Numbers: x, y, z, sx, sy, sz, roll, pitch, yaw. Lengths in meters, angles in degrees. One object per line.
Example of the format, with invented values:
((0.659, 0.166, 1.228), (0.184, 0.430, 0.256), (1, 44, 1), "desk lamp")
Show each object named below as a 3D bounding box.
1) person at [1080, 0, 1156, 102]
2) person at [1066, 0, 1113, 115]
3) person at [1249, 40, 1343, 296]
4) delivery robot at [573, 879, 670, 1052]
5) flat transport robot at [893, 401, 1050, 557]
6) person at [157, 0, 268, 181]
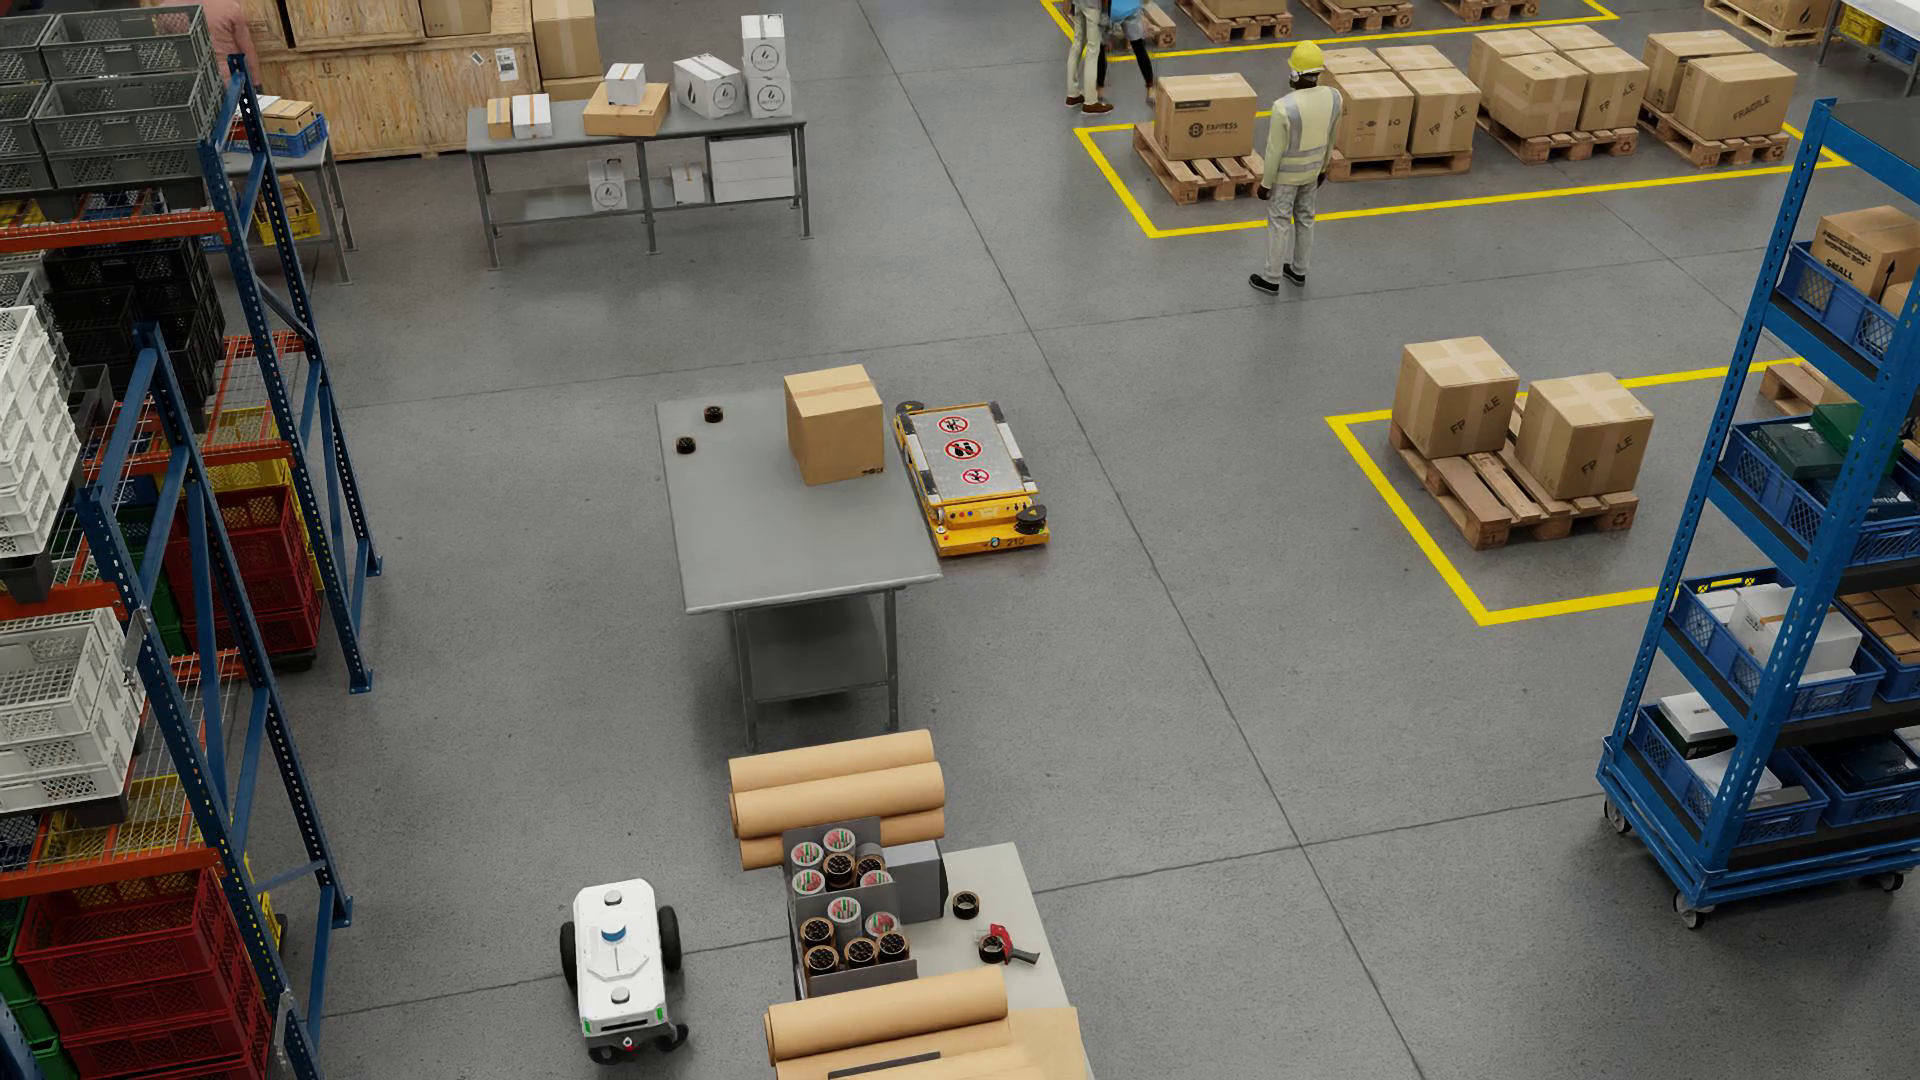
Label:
((1.452, -4.651, 14.634), (0.688, 1.687, 0.553), (29, 45, 33), "person")
((1.133, -4.653, 14.453), (0.329, 1.873, 0.515), (-22, 42, -27), "person")
((2.354, -2.616, 11.747), (0.600, 1.831, 0.404), (-20, 41, -24), "person")
((-1.406, 1.746, 6.873), (0.477, 0.478, 0.707), (-8, 37, -10), "delivery robot")
((0.046, -0.430, 10.108), (0.652, 0.197, 1.431), (-8, 37, -10), "flat transport robot")
((-5.812, -3.615, 13.043), (0.643, 1.898, 0.399), (-5, 37, -6), "person")
